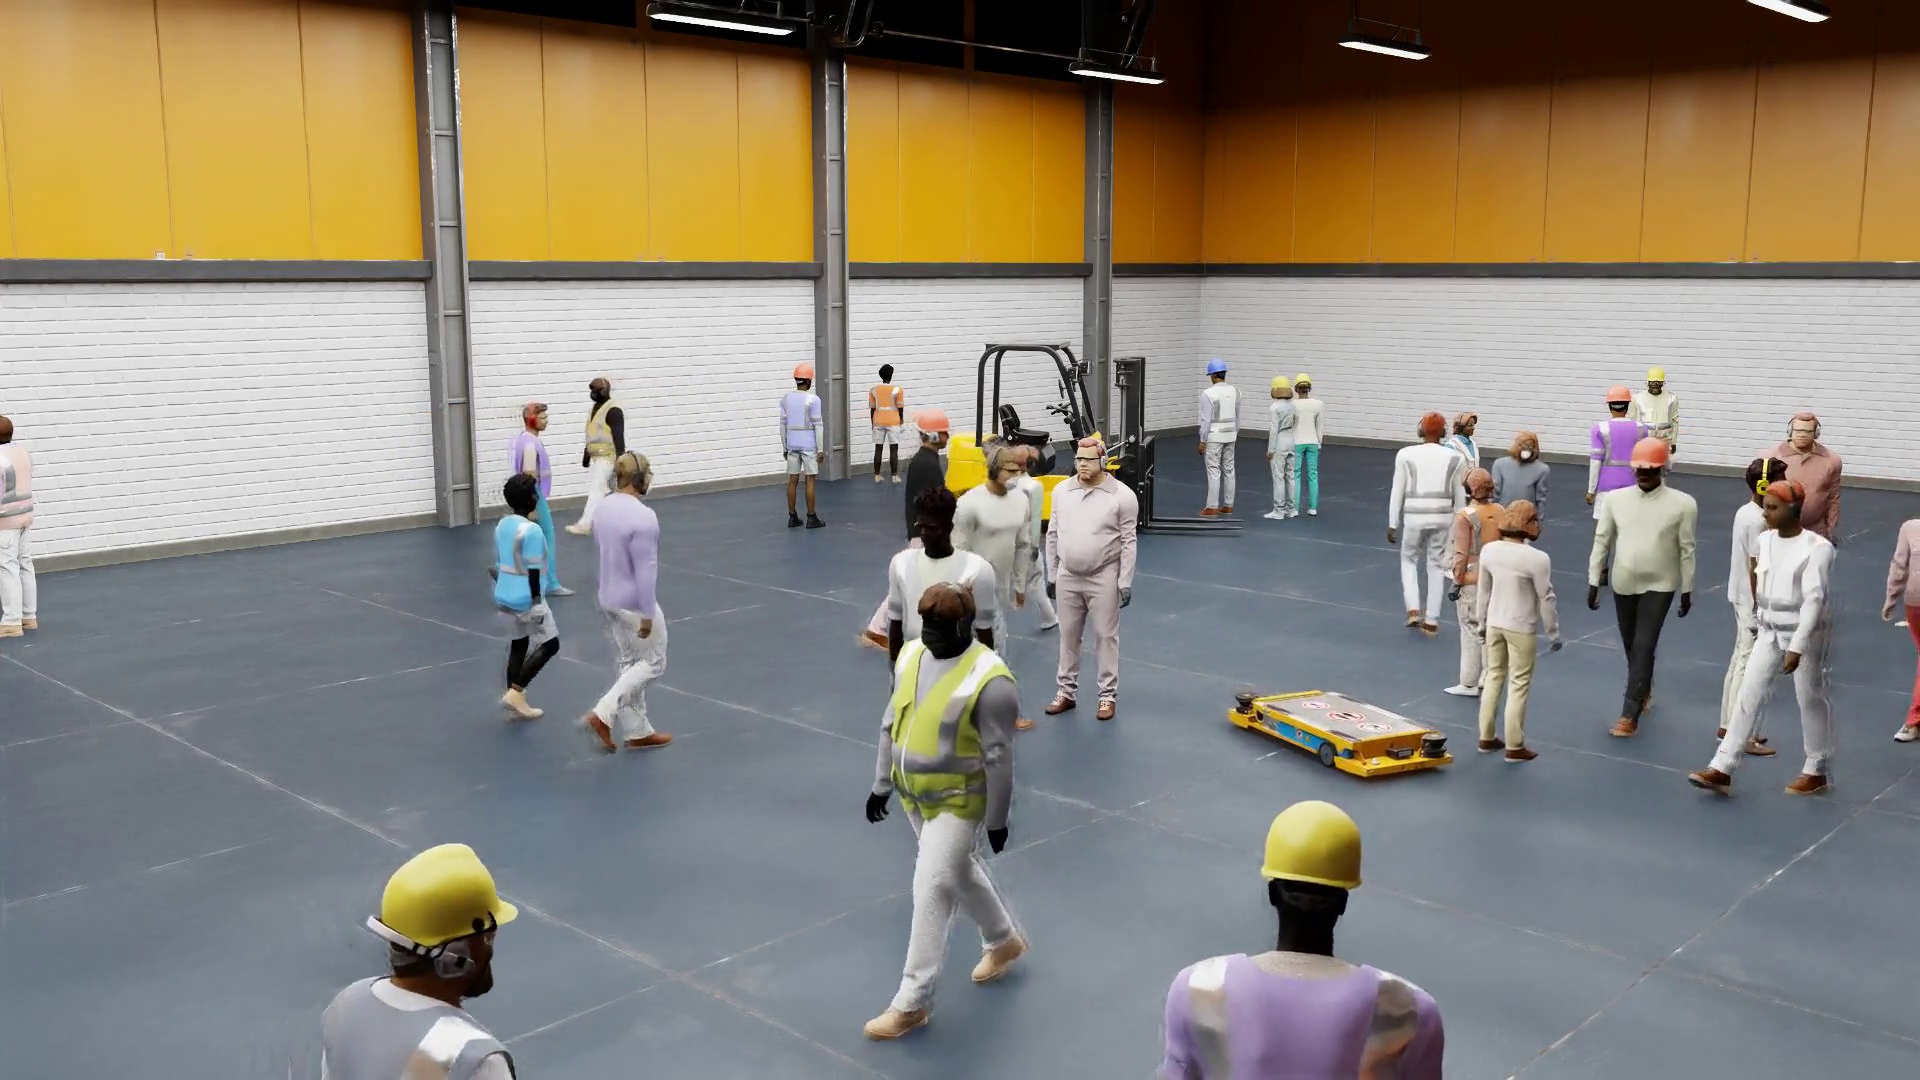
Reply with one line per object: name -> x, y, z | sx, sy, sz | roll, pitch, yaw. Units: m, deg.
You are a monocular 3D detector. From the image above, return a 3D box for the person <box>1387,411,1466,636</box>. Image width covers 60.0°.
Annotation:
person -> 3.869, -0.137, 13.808 | 0.636, 1.863, 0.445 | 1, 9, 6

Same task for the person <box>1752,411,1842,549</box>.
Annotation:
person -> 6.702, -0.082, 13.343 | 0.650, 1.904, 0.401 | 3, 10, 16

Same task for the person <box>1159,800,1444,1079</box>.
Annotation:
person -> 0.721, 1.529, 3.582 | 0.640, 1.881, 0.665 | 3, 10, 17

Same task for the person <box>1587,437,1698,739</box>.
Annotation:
person -> 4.540, 0.274, 11.070 | 0.639, 1.943, 1.033 | 7, 12, 36

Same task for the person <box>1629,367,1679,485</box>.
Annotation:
person -> 8.650, -1.252, 20.772 | 0.589, 1.827, 0.403 | 2, 9, 12

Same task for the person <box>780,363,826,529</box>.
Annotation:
person -> -1.831, -1.102, 19.498 | 0.550, 1.935, 0.376 | 5, 10, 26

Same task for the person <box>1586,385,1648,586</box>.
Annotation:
person -> 6.283, -0.521, 15.957 | 0.542, 1.931, 0.376 | 0, 9, 0

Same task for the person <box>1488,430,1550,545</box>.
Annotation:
person -> 4.970, -0.193, 14.881 | 0.531, 1.612, 0.381 | 3, 10, 17

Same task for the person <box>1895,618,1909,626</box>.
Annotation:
person -> 8.446, -0.088, 13.966 | 0.835, 1.740, 0.516 | -1, 9, -6

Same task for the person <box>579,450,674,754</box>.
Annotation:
person -> -2.094, 0.406, 10.310 | 0.588, 1.920, 0.627 | -8, 12, -41

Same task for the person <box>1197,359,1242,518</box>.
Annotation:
person -> 3.158, -1.236, 20.310 | 0.601, 1.942, 0.394 | -6, 11, -33

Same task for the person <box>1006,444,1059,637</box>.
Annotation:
person -> 0.516, 0.009, 13.735 | 0.531, 1.587, 0.860 | 8, 12, 42

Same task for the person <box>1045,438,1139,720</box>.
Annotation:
person -> 0.866, 0.259, 11.245 | 0.639, 1.910, 0.407 | 4, 10, 24

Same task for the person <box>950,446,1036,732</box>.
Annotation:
person -> 0.132, 0.291, 11.161 | 0.986, 1.891, 0.635 | 9, 13, 43

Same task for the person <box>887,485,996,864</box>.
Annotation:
person -> -0.078, 0.660, 8.690 | 0.608, 1.946, 0.755 | 4, 10, 24

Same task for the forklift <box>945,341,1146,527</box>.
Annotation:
forklift -> 0.977, -1.223, 19.452 | 2.313, 2.155, 1.214 | 2, 9, 11

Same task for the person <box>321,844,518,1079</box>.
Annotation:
person -> -1.065, 1.545, 3.658 | 0.689, 1.806, 0.591 | -8, 12, -41

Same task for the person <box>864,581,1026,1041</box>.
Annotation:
person -> -0.035, 1.039, 6.791 | 0.935, 1.807, 0.627 | -7, 12, -38

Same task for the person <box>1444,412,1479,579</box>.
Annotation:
person -> 4.915, -0.436, 16.333 | 0.513, 1.639, 0.307 | -9, 13, -43

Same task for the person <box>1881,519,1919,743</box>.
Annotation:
person -> 6.379, 0.416, 10.864 | 0.921, 1.722, 0.520 | -6, 11, -32

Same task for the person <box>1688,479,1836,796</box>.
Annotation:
person -> 4.636, 0.583, 9.471 | 0.974, 1.836, 0.596 | -3, 10, -20

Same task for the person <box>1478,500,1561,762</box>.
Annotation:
person -> 3.423, 0.561, 10.261 | 0.307, 1.629, 0.512 | -6, 11, -31

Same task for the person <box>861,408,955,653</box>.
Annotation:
person -> -0.305, -0.066, 13.137 | 1.009, 1.954, 0.618 | -1, 9, -4

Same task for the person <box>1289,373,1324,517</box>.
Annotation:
person -> 4.191, -1.156, 20.381 | 0.523, 1.760, 0.328 | -2, 9, -12

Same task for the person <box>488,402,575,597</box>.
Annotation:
person -> -3.966, -0.363, 15.314 | 0.684, 1.824, 0.577 | -3, 10, -18

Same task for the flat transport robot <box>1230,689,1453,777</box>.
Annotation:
flat transport robot -> 2.386, 1.190, 10.541 | 0.652, 0.197, 1.431 | -4, 10, -25

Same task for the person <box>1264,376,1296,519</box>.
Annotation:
person -> 3.905, -1.129, 20.261 | 0.492, 1.740, 0.325 | -8, 12, -40

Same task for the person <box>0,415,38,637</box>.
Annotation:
person -> -7.918, -0.122, 13.776 | 0.429, 1.847, 0.627 | -1, 9, -4

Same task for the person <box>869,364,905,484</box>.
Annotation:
person -> -1.034, -1.634, 23.517 | 0.532, 1.694, 0.320 | 3, 10, 19

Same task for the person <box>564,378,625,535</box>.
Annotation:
person -> -4.116, -0.973, 19.160 | 0.953, 1.792, 0.646 | -6, 11, -33

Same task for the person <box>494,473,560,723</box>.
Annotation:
person -> -2.893, 0.394, 11.070 | 0.356, 1.687, 0.544 | -8, 12, -40

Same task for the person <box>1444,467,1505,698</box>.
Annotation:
person -> 3.667, 0.302, 11.811 | 0.517, 1.636, 0.314 | -7, 11, -35

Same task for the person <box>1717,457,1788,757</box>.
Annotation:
person -> 4.998, 0.408, 10.445 | 0.316, 1.870, 0.531 | 3, 10, 17
